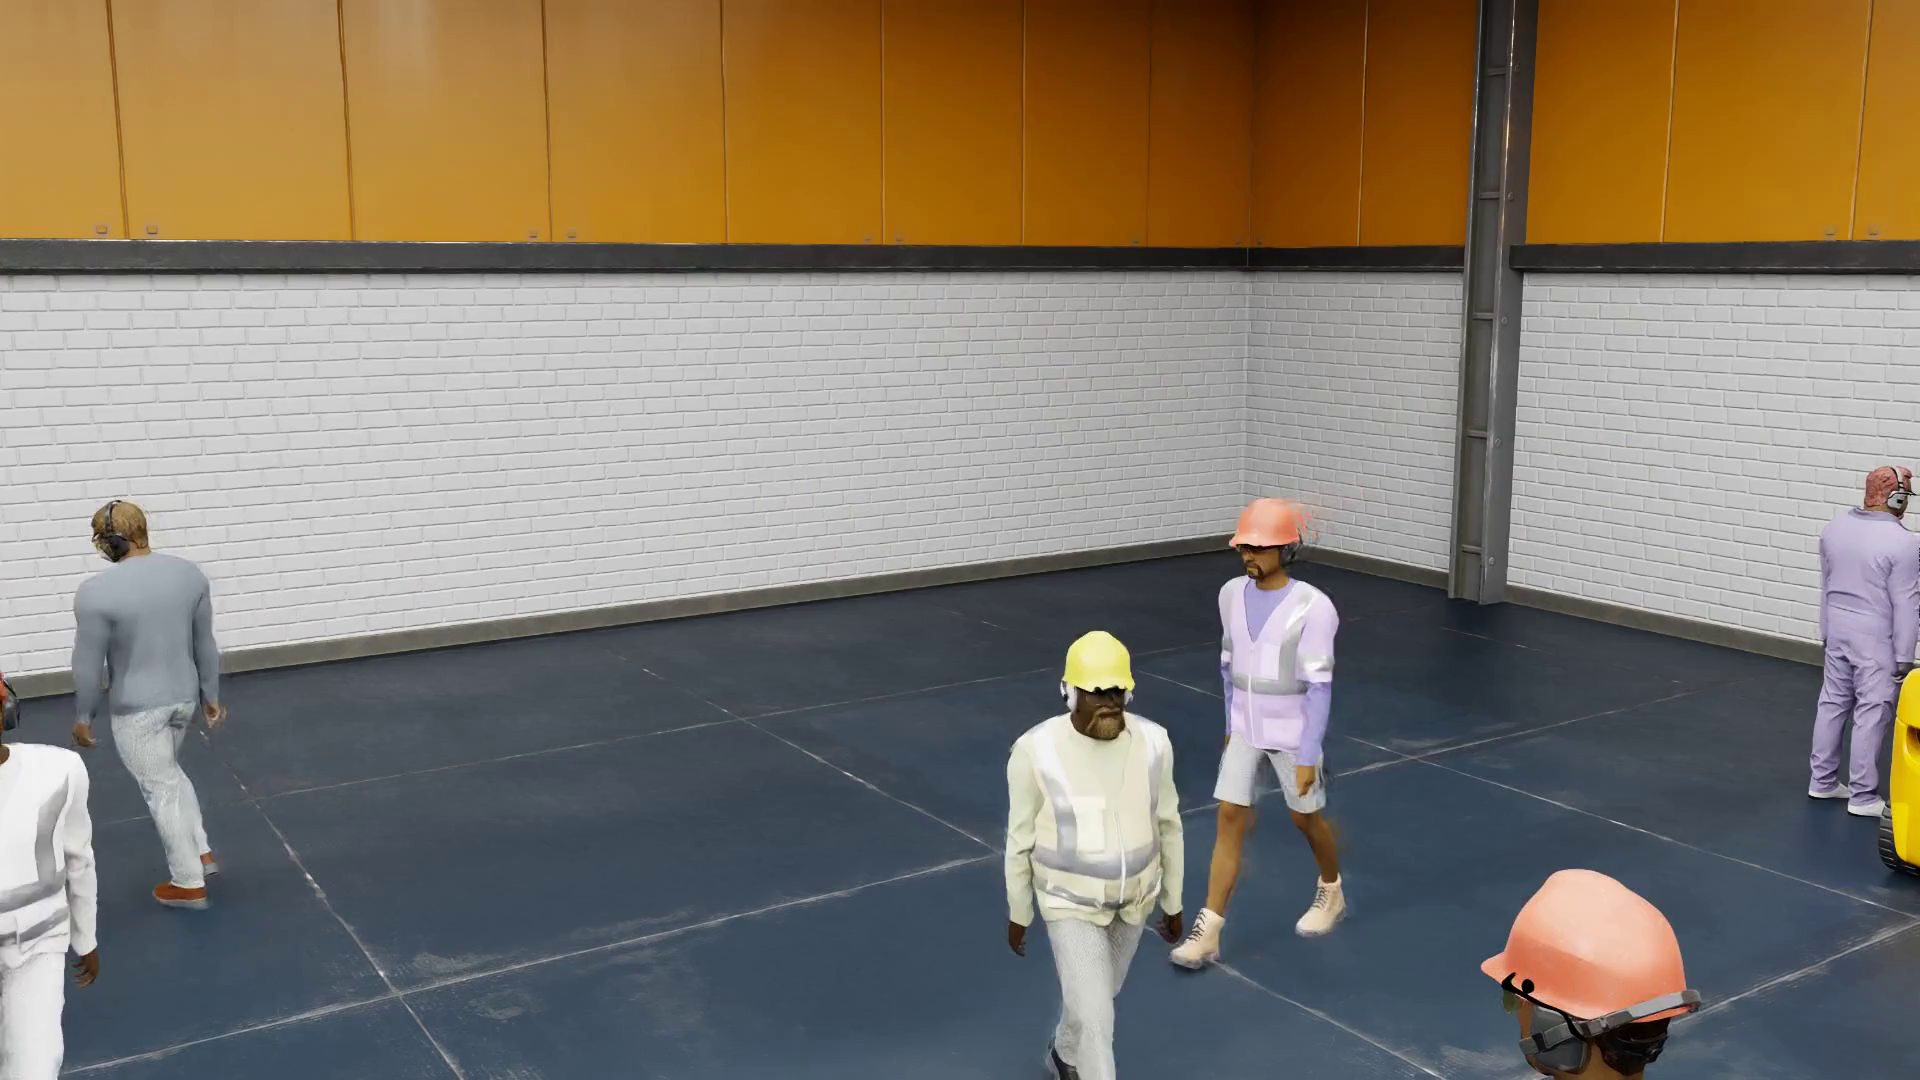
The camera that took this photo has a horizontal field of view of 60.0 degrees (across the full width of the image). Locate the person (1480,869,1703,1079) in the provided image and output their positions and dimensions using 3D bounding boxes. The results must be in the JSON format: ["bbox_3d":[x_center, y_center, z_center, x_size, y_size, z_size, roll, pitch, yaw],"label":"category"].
[{"bbox_3d":[0.962,1.519,2.652,0.615,2.041,0.391,-7,12,-36],"label":"person"}]

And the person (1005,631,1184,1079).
[{"bbox_3d":[0.451,1.164,5.558,0.603,1.792,0.909,-4,10,-21],"label":"person"}]

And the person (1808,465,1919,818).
[{"bbox_3d":[4.922,0.541,8.981,0.403,1.900,0.647,-2,10,-14],"label":"person"}]

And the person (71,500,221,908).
[{"bbox_3d":[-3.713,0.761,7.629,0.523,1.907,0.640,4,10,24],"label":"person"}]

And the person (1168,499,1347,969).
[{"bbox_3d":[1.343,0.804,7.131,1.055,1.993,0.647,-8,12,-41],"label":"person"}]

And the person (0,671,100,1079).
[{"bbox_3d":[-2.937,1.227,5.052,0.587,1.841,0.972,-5,11,-29],"label":"person"}]

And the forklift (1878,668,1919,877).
[{"bbox_3d":[5.511,0.571,7.906,2.313,2.155,1.214,-6,11,-33],"label":"forklift"}]
